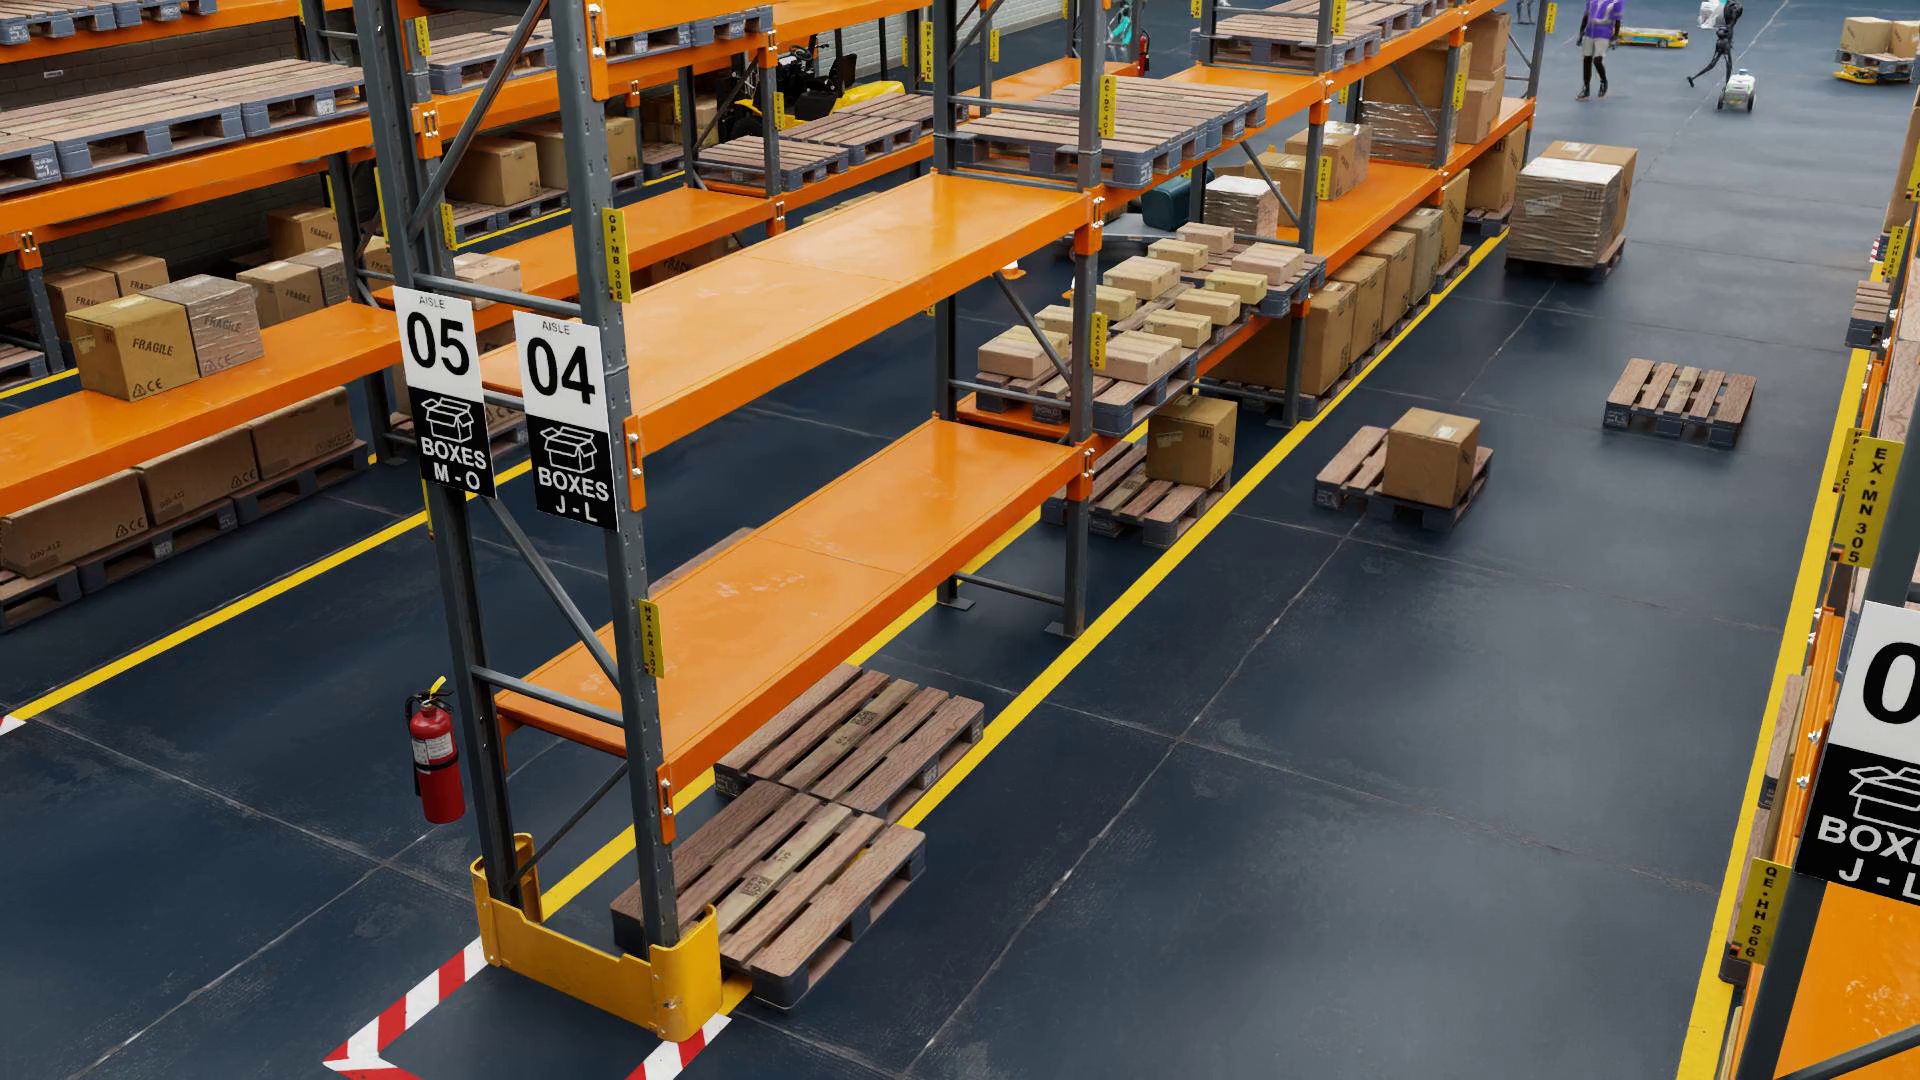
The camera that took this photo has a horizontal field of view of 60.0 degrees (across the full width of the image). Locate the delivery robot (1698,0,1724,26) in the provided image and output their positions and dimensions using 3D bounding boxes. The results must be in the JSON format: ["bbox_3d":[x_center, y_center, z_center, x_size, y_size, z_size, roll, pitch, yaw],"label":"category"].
[{"bbox_3d":[14.846,-10.364,32.566,0.812,0.611,0.499,-16,30,-29],"label":"delivery robot"}]

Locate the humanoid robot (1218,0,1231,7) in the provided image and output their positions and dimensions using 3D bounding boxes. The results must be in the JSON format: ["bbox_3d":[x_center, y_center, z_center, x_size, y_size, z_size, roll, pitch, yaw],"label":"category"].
[{"bbox_3d":[5.153,-11.810,34.216,0.905,1.768,0.540,-2,26,-4],"label":"humanoid robot"}]

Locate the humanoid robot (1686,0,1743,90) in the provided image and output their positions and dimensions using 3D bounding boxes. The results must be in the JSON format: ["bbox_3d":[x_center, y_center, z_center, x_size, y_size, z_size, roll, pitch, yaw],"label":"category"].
[{"bbox_3d":[12.025,-7.933,26.275,0.795,1.640,0.610,7,27,15],"label":"humanoid robot"}]

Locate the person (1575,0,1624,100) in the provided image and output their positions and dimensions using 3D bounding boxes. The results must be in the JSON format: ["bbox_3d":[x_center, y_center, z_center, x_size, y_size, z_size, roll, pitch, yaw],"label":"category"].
[{"bbox_3d":[9.761,-7.727,25.459,0.427,1.943,0.610,-17,31,-31],"label":"person"}]

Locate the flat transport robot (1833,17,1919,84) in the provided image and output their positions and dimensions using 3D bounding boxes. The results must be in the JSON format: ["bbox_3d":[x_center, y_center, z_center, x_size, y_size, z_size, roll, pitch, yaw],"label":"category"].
[{"bbox_3d":[15.159,-7.656,27.251,1.431,0.231,0.659,-5,26,-11],"label":"flat transport robot"}]

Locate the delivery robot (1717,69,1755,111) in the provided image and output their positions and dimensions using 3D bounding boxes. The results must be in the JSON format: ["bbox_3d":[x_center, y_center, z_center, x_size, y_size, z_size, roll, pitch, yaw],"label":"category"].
[{"bbox_3d":[11.778,-6.788,25.134,0.515,0.609,0.780,12,28,24],"label":"delivery robot"}]

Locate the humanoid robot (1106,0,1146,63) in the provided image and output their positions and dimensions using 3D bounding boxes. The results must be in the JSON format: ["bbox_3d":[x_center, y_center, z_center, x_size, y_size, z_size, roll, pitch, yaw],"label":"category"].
[{"bbox_3d":[2.684,-8.547,27.428,0.832,1.773,0.546,-19,32,-35],"label":"humanoid robot"}]

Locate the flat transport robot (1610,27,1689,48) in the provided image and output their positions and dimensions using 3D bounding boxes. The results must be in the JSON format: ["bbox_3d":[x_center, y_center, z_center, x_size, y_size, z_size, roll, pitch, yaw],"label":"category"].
[{"bbox_3d":[12.577,-9.220,30.501,1.431,0.231,0.659,11,28,21],"label":"flat transport robot"}]

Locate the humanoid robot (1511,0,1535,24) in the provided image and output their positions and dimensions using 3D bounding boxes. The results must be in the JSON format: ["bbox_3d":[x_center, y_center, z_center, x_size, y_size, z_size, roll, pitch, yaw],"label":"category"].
[{"bbox_3d":[11.034,-10.840,32.237,0.466,1.641,0.609,22,33,38],"label":"humanoid robot"}]

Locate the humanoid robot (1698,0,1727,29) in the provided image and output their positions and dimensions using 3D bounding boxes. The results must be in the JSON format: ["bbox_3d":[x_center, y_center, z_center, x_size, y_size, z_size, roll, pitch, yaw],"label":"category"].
[{"bbox_3d":[14.391,-10.588,31.557,0.716,1.717,0.530,4,26,8],"label":"humanoid robot"}]

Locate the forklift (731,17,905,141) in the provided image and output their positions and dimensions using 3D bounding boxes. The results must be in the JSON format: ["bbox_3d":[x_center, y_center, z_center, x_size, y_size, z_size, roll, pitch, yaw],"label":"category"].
[{"bbox_3d":[-1.819,-5.975,21.543,2.313,2.155,1.214,14,29,26],"label":"forklift"}]
